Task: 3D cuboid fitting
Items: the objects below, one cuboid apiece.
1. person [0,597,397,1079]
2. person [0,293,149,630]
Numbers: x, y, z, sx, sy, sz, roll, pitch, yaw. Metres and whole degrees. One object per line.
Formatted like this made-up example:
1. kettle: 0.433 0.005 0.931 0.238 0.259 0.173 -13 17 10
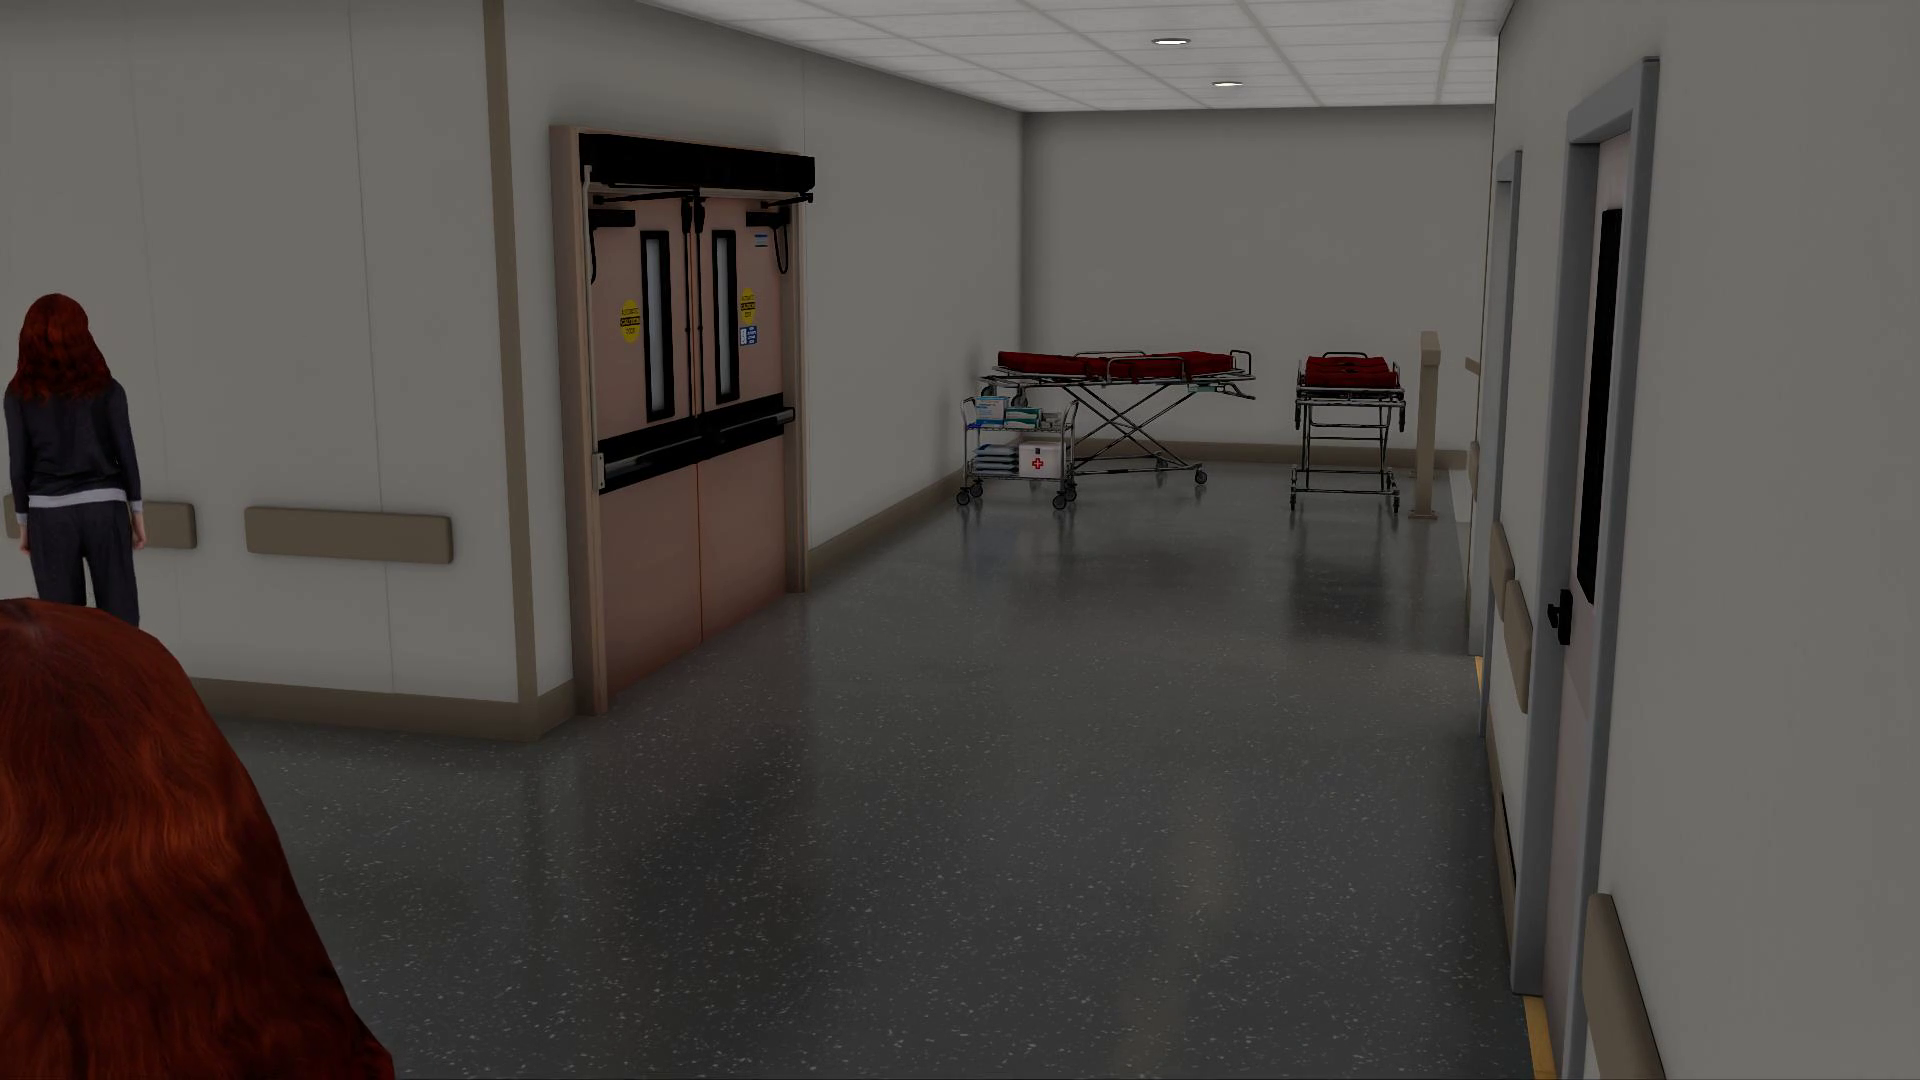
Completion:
1. person: -0.501 0.934 1.057 0.710 1.823 0.586 9 14 38
2. person: -3.352 -0.044 6.333 0.657 1.779 0.673 -4 11 -19
